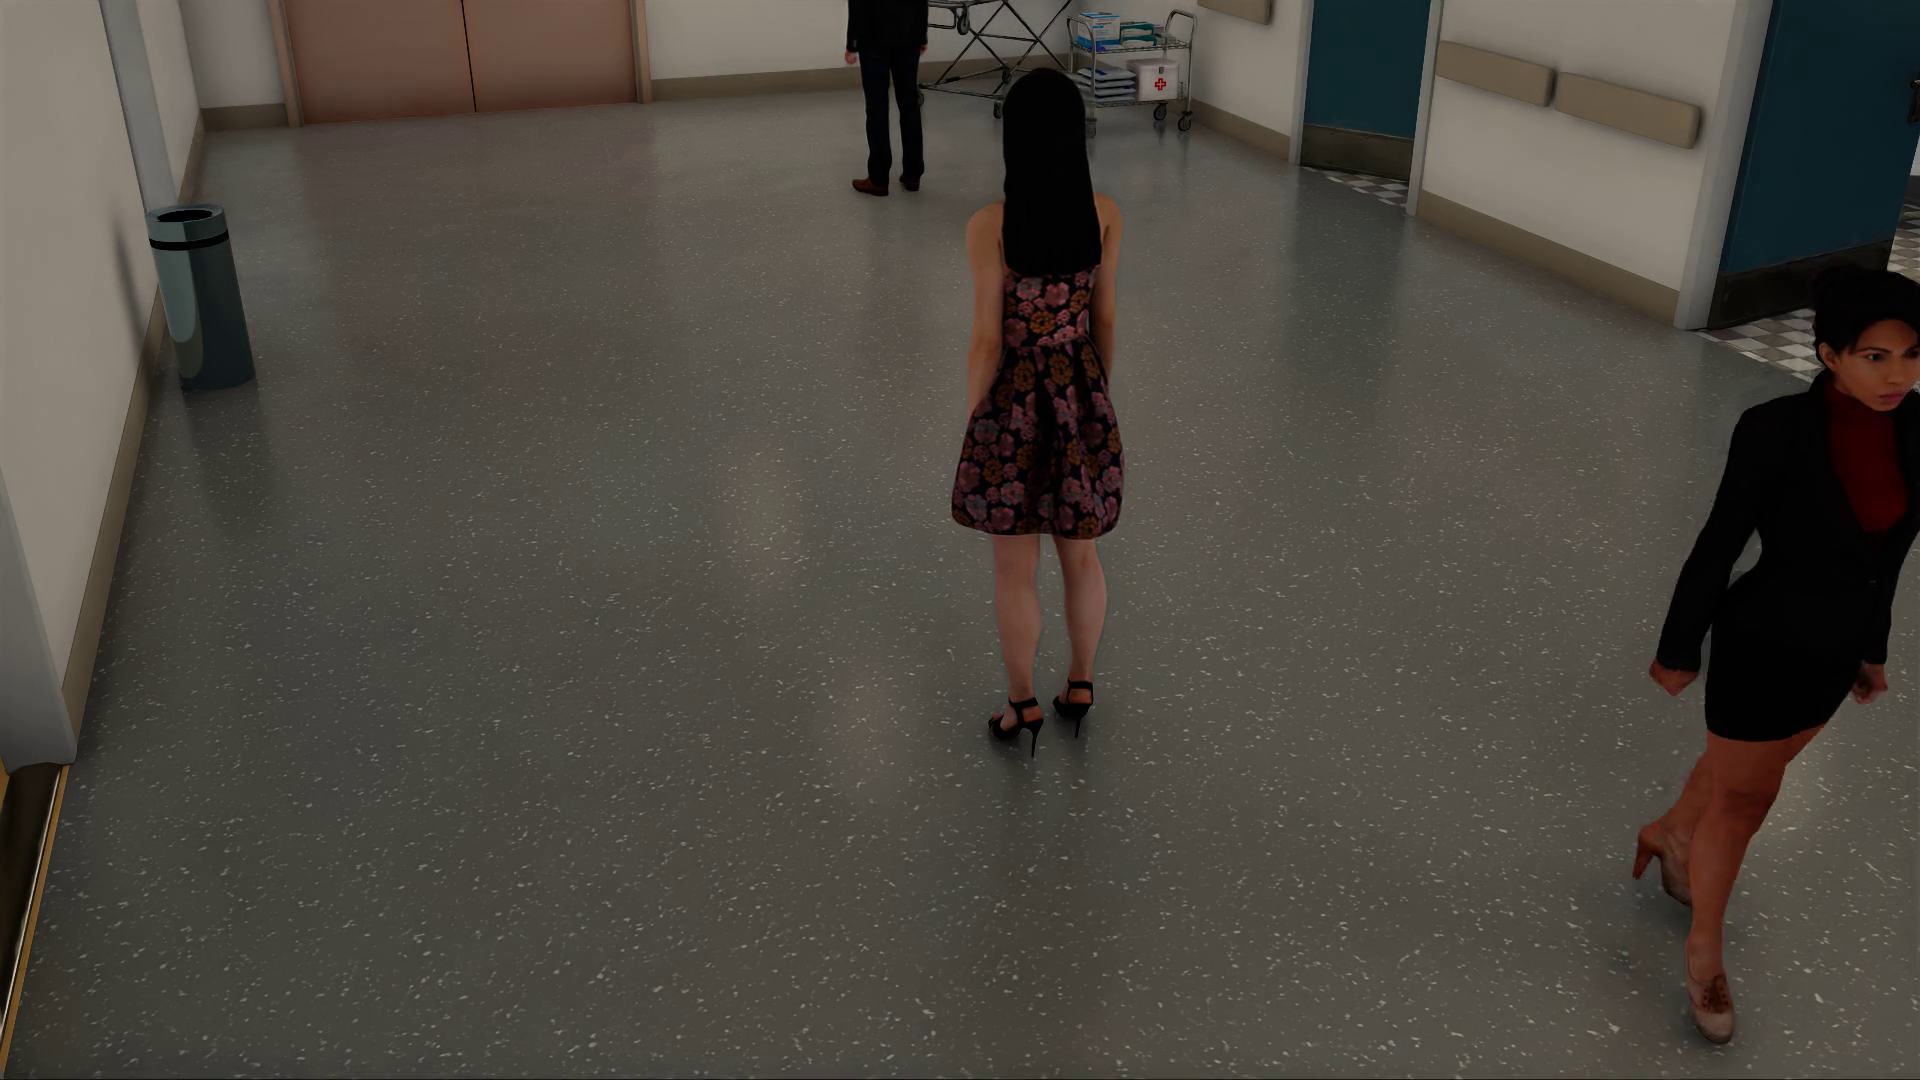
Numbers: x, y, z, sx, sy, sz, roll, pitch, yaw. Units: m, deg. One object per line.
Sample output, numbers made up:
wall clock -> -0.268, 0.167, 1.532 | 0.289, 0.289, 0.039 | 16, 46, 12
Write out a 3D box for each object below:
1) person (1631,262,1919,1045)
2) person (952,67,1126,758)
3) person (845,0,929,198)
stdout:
person -> 1.609, 0.226, 3.324 | 0.603, 1.612, 0.757 | -8, 27, -16
person -> 0.198, -0.283, 4.194 | 0.684, 1.773, 0.690 | -12, 28, -23
person -> -0.413, -2.918, 9.628 | 0.720, 1.800, 0.631 | -14, 29, -26
